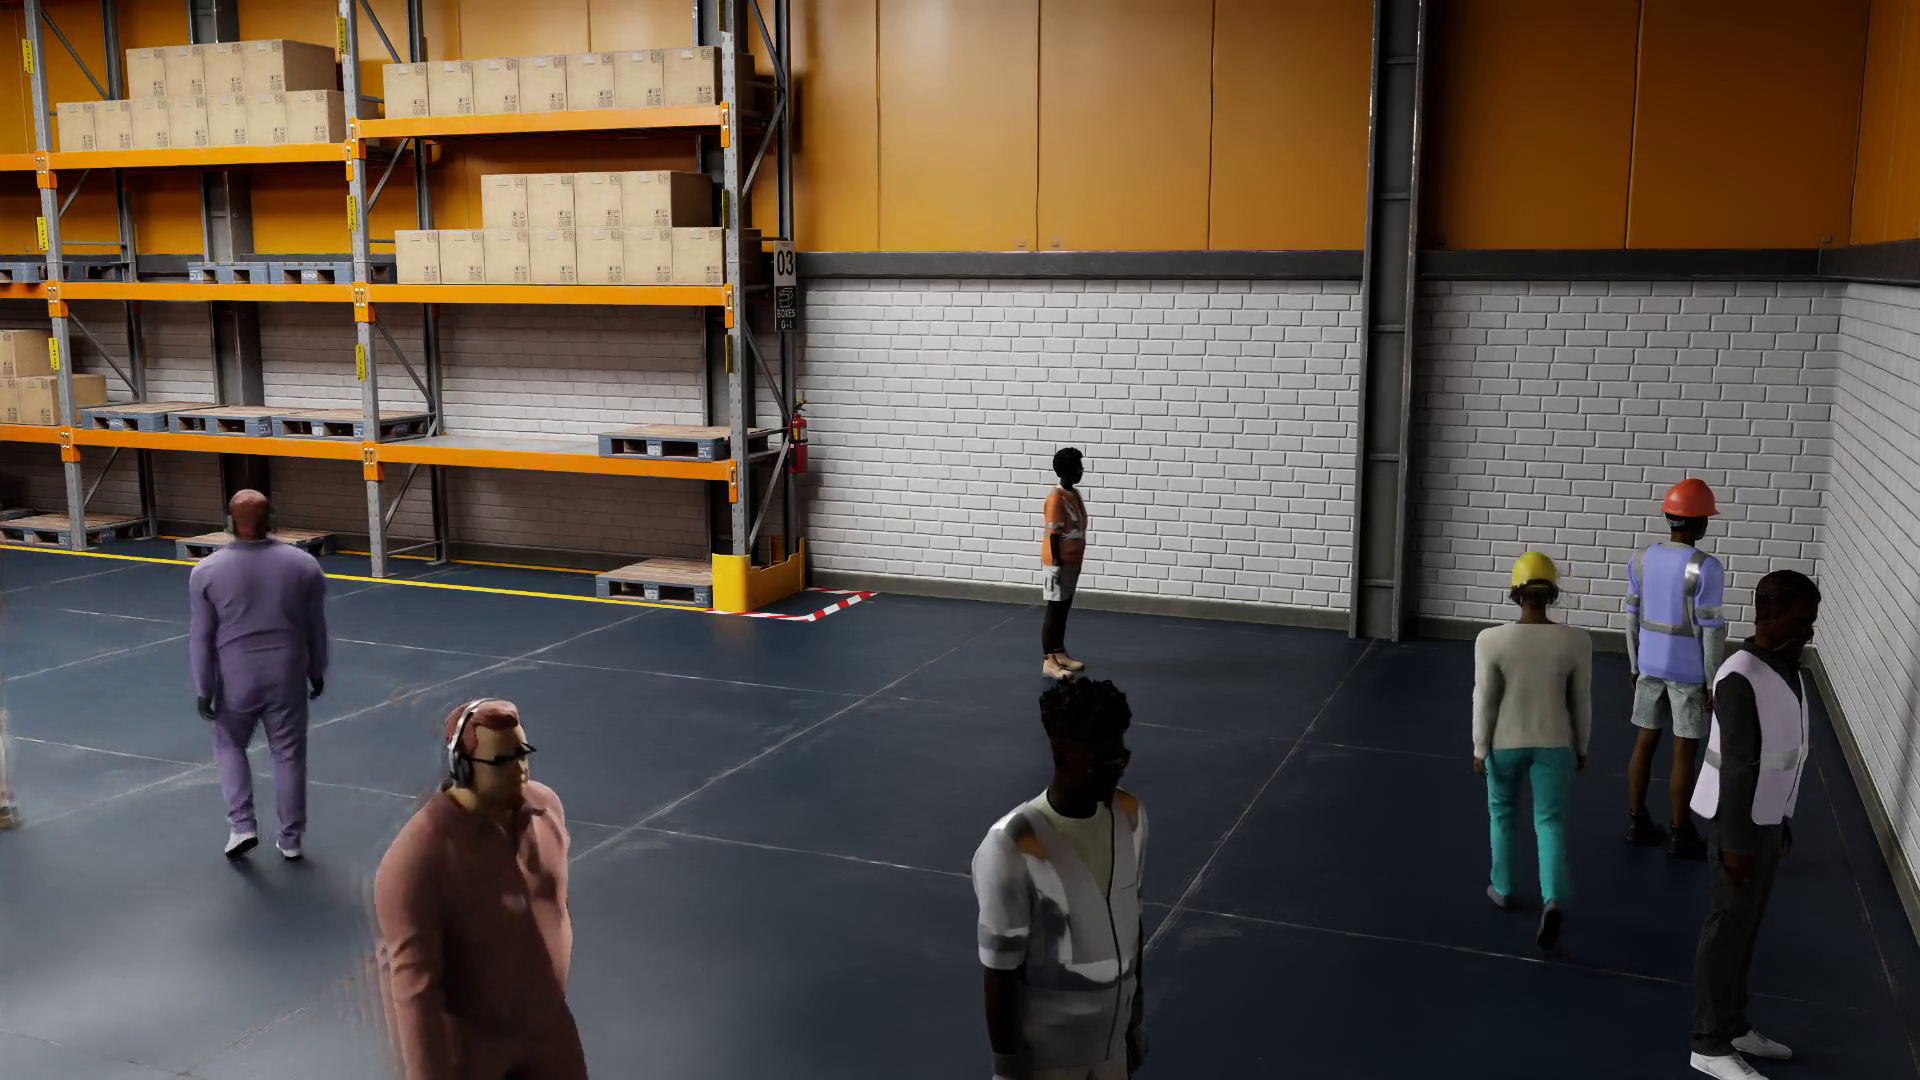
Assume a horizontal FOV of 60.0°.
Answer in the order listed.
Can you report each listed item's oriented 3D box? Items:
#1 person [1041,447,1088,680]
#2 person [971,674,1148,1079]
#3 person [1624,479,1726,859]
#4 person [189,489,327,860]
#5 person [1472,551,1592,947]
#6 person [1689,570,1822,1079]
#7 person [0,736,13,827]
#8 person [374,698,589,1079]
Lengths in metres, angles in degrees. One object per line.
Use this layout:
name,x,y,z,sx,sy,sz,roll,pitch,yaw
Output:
person,0.768,0.161,12.201,0.320,1.695,0.538,4,10,21
person,0.292,1.310,4.460,0.606,1.958,0.375,-9,13,-43
person,3.665,0.651,8.503,0.360,1.939,0.543,-5,11,-30
person,-3.529,0.694,8.409,0.663,1.894,0.457,-6,11,-32
person,2.573,0.918,7.483,0.534,1.736,0.776,1,9,8
person,2.937,1.048,6.180,0.390,1.914,0.587,7,12,38
person,-5.537,0.574,8.873,0.925,1.960,0.608,2,10,15
person,-1.172,1.352,4.470,0.942,1.861,0.668,6,11,31
